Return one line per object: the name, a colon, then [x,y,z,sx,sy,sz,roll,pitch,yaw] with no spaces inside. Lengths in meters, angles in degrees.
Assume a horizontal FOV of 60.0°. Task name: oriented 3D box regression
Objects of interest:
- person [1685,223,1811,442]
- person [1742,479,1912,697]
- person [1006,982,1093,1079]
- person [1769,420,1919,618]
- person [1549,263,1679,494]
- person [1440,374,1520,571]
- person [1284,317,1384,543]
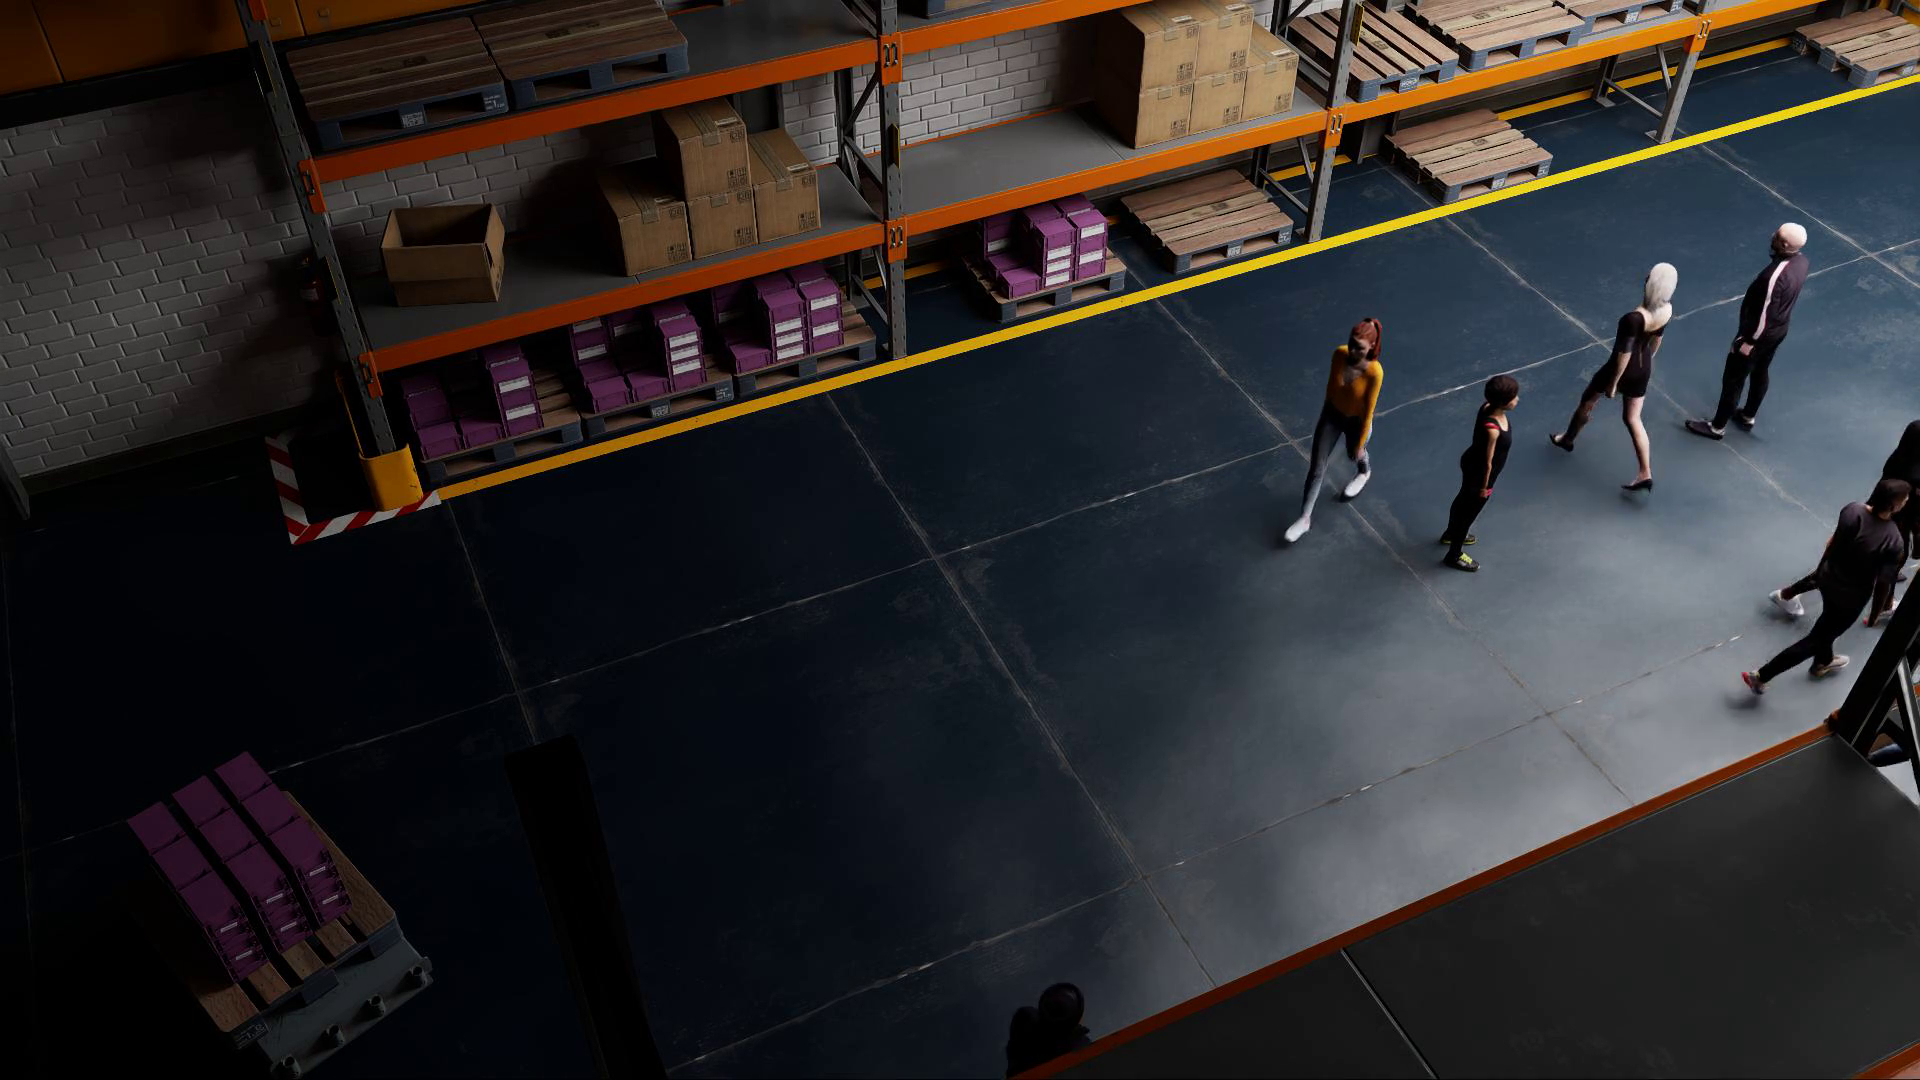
person: [5.888,-1.502,12.187,0.842,1.839,0.704,34,53,30]
person: [5.416,0.331,10.339,1.175,1.733,0.772,-11,45,-11]
person: [0.388,2.724,7.903,1.160,1.629,0.836,-29,51,-27]
person: [5.920,-0.074,10.796,1.259,1.689,1.087,8,44,8]
person: [4.818,-1.115,11.817,1.093,1.788,0.696,-23,48,-22]
person: [3.539,-0.490,11.332,0.668,1.552,0.628,8,44,8]
person: [2.747,-0.837,11.587,0.936,1.703,1.293,32,52,29]
